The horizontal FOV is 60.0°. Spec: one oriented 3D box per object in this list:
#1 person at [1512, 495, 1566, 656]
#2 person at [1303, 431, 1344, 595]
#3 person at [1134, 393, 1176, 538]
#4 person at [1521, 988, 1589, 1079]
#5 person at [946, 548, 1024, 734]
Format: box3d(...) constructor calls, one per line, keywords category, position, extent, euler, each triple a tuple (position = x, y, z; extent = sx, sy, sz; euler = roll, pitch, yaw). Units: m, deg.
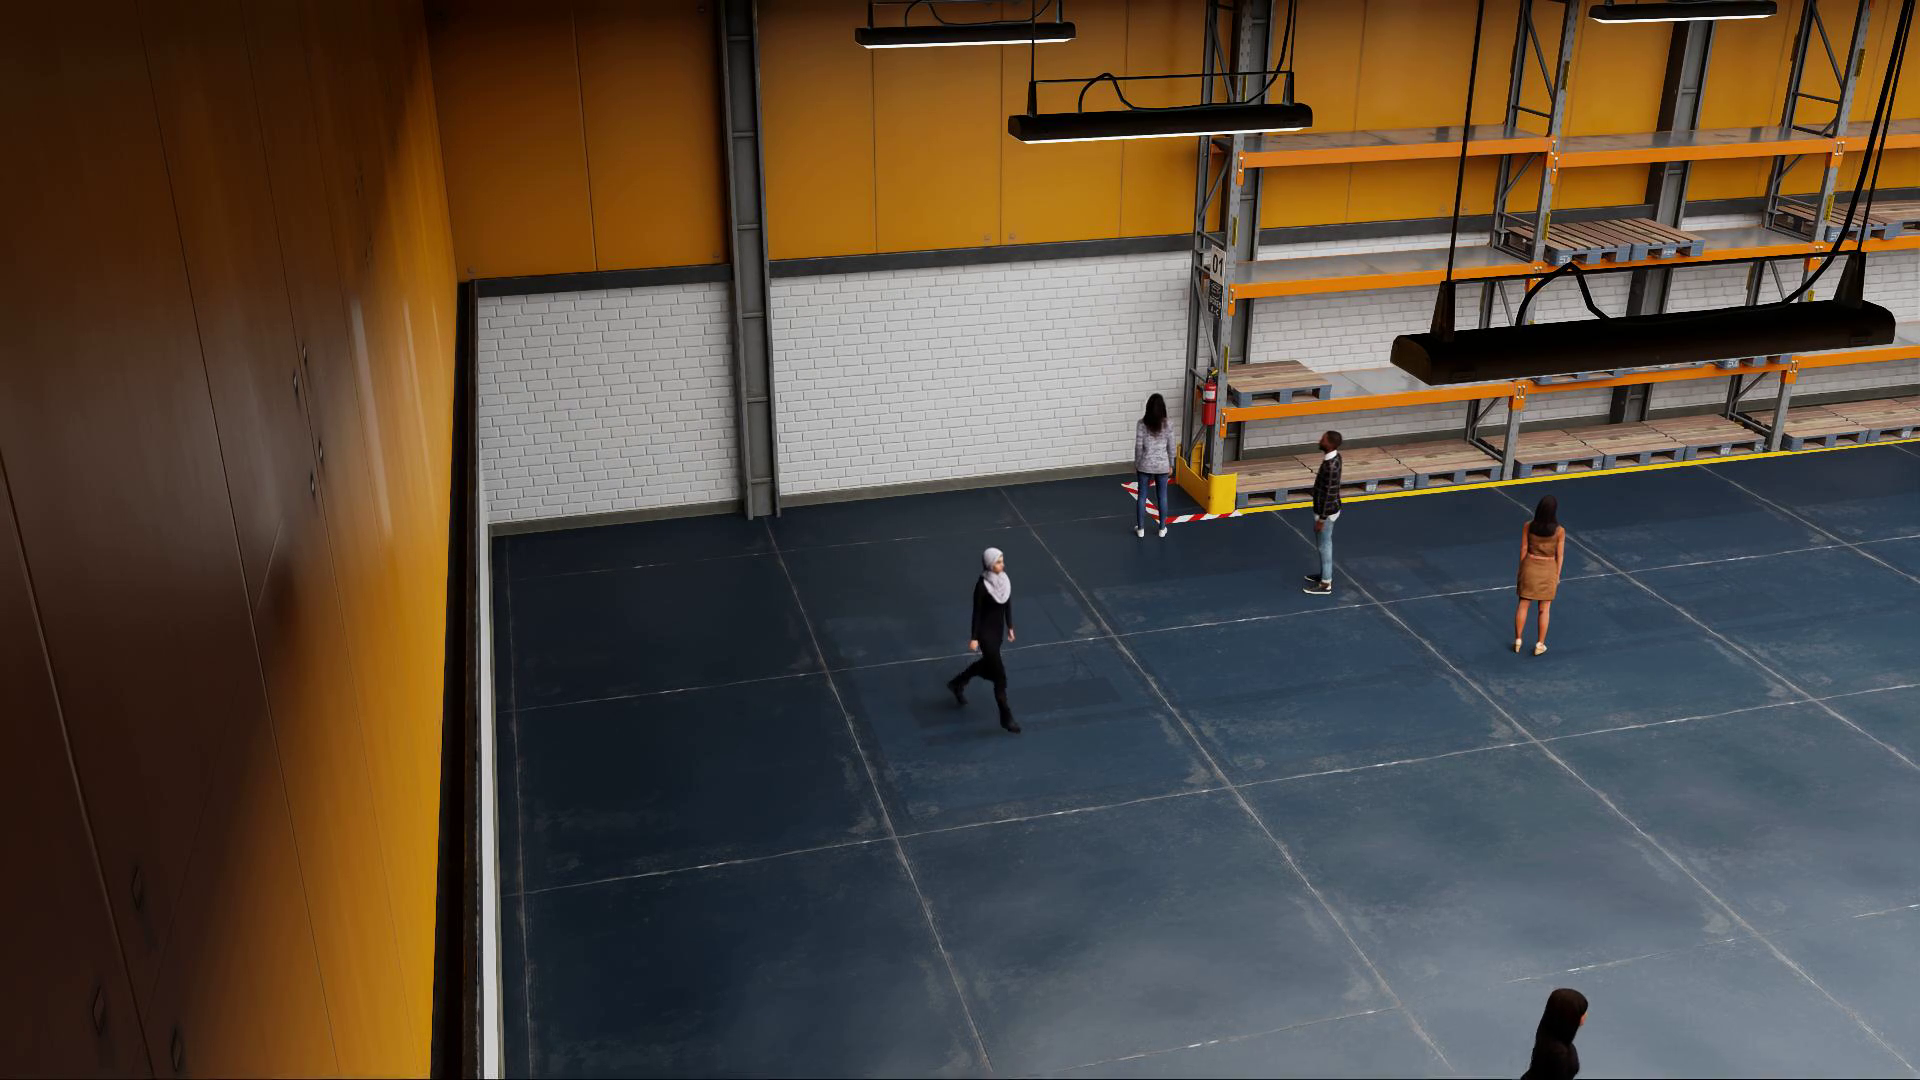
box3d(category="person", position=(5.723, 0.344, 16.461), extent=(0.623, 1.690, 0.698), euler=(10, 26, 22))
box3d(category="person", position=(3.933, -0.312, 17.798), extent=(0.746, 1.820, 0.748), euler=(7, 24, 15))
box3d(category="person", position=(2.230, -0.867, 19.176), extent=(0.564, 1.733, 0.727), euler=(1, 24, 2))
box3d(category="person", position=(3.336, 3.302, 9.780), extent=(0.901, 1.621, 0.789), euler=(4, 24, 9))
box3d(category="person", position=(0.199, 0.877, 15.185), extent=(1.124, 1.735, 1.169), euler=(17, 29, 34))
